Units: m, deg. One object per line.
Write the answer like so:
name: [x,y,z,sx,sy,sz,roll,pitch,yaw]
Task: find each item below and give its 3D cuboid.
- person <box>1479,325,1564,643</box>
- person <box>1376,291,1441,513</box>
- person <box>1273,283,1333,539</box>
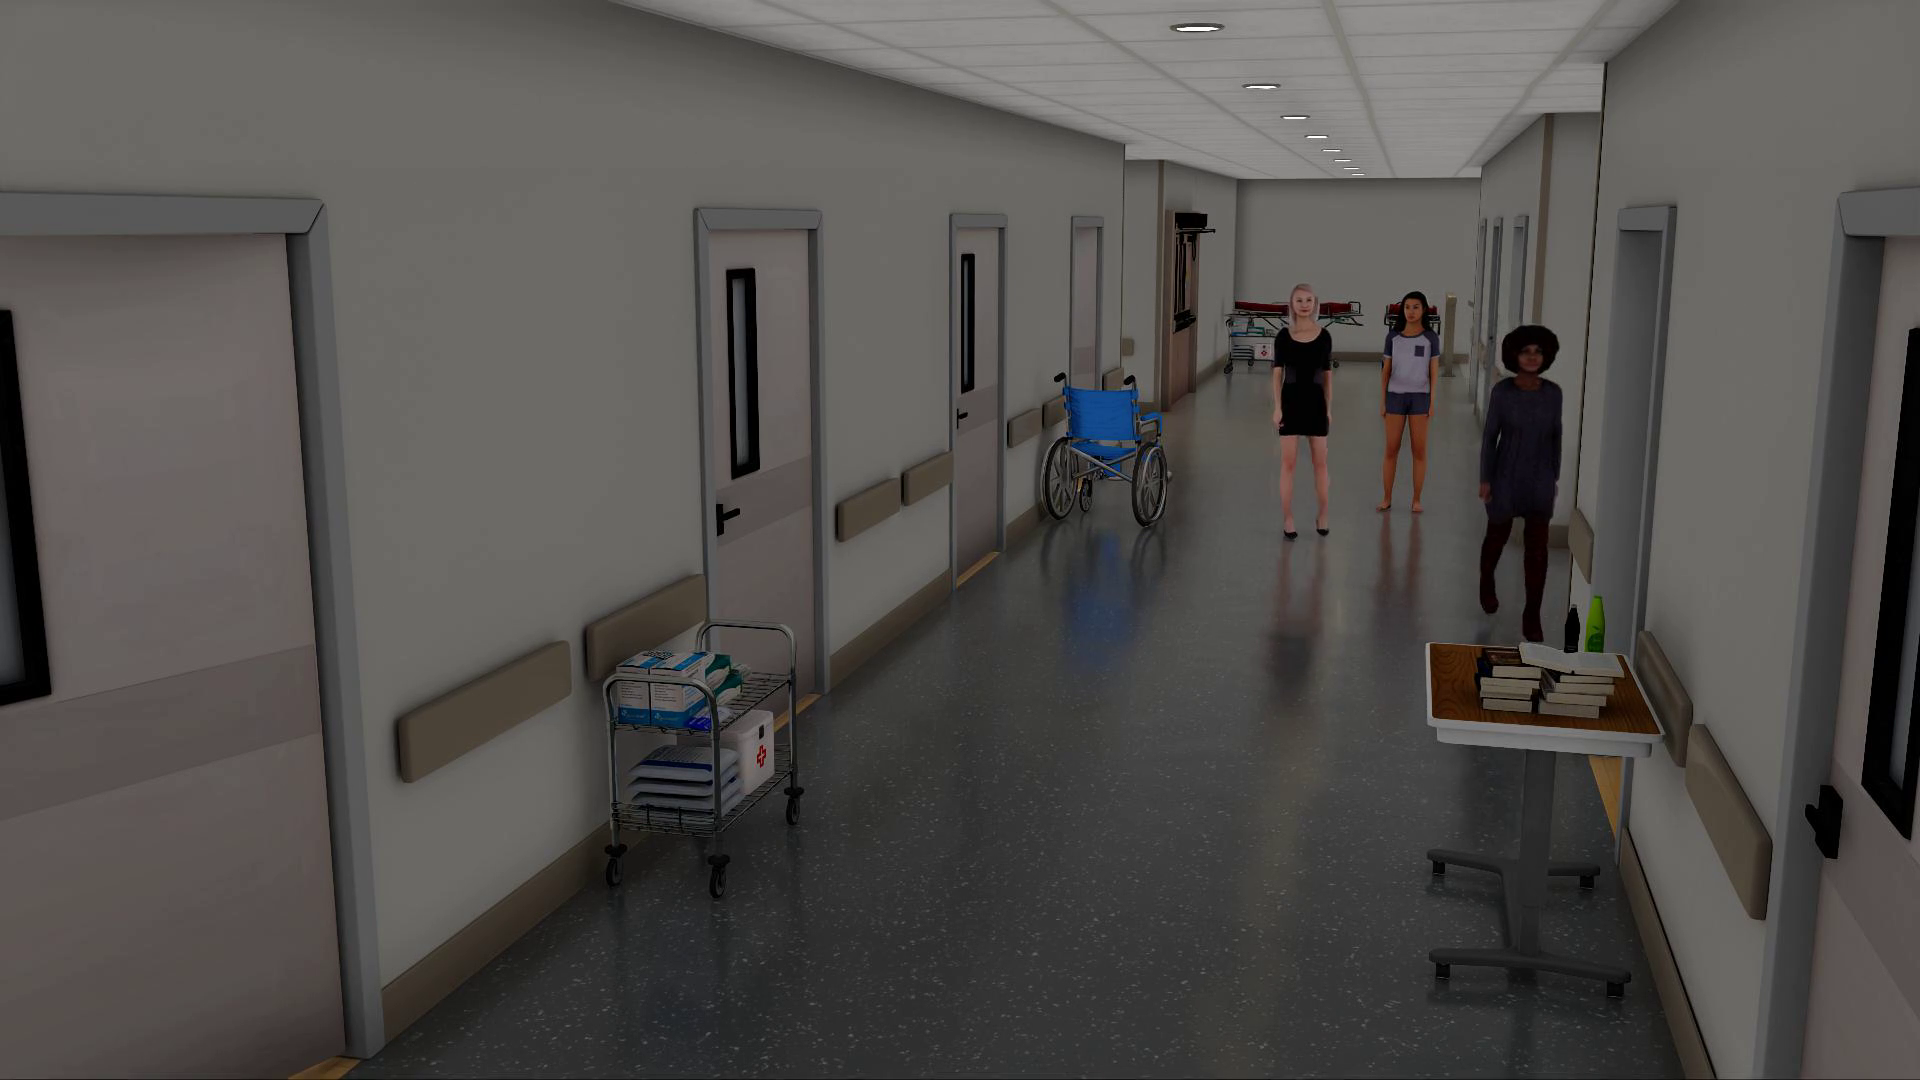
person: [3.067,-0.317,9.196,0.689,1.675,1.088,2,11,9]
person: [3.543,-1.095,13.140,0.595,1.734,0.528,4,11,19]
person: [2.459,-0.942,12.081,0.655,1.828,0.618,-1,11,-5]
